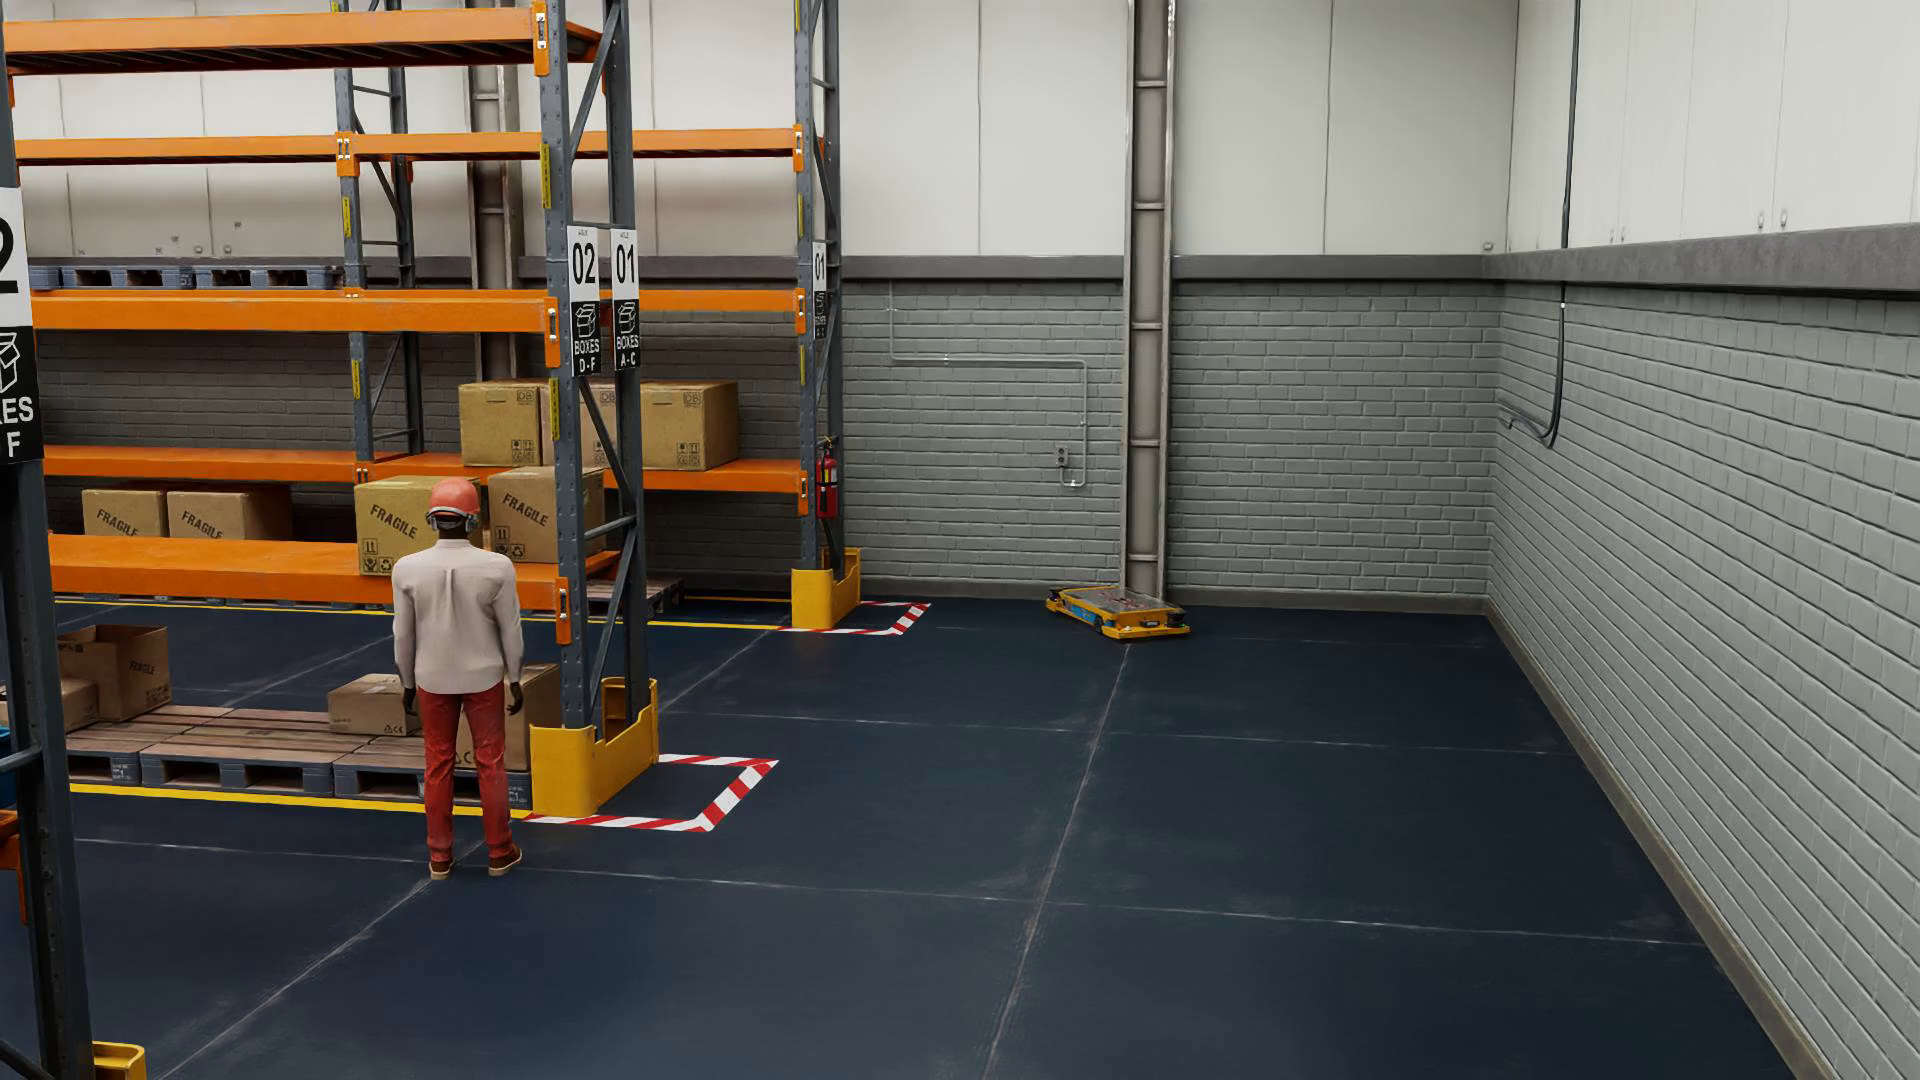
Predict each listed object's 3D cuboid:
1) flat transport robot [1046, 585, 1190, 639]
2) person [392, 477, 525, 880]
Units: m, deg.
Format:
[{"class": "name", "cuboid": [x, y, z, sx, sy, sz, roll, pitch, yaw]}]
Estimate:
[{"class": "flat transport robot", "cuboid": [1.317, 0.589, 14.104, 0.652, 0.197, 1.431, -4, 10, -21]}, {"class": "person", "cuboid": [-2.453, 0.682, 8.192, 0.619, 1.994, 0.381, -1, 9, -8]}]
